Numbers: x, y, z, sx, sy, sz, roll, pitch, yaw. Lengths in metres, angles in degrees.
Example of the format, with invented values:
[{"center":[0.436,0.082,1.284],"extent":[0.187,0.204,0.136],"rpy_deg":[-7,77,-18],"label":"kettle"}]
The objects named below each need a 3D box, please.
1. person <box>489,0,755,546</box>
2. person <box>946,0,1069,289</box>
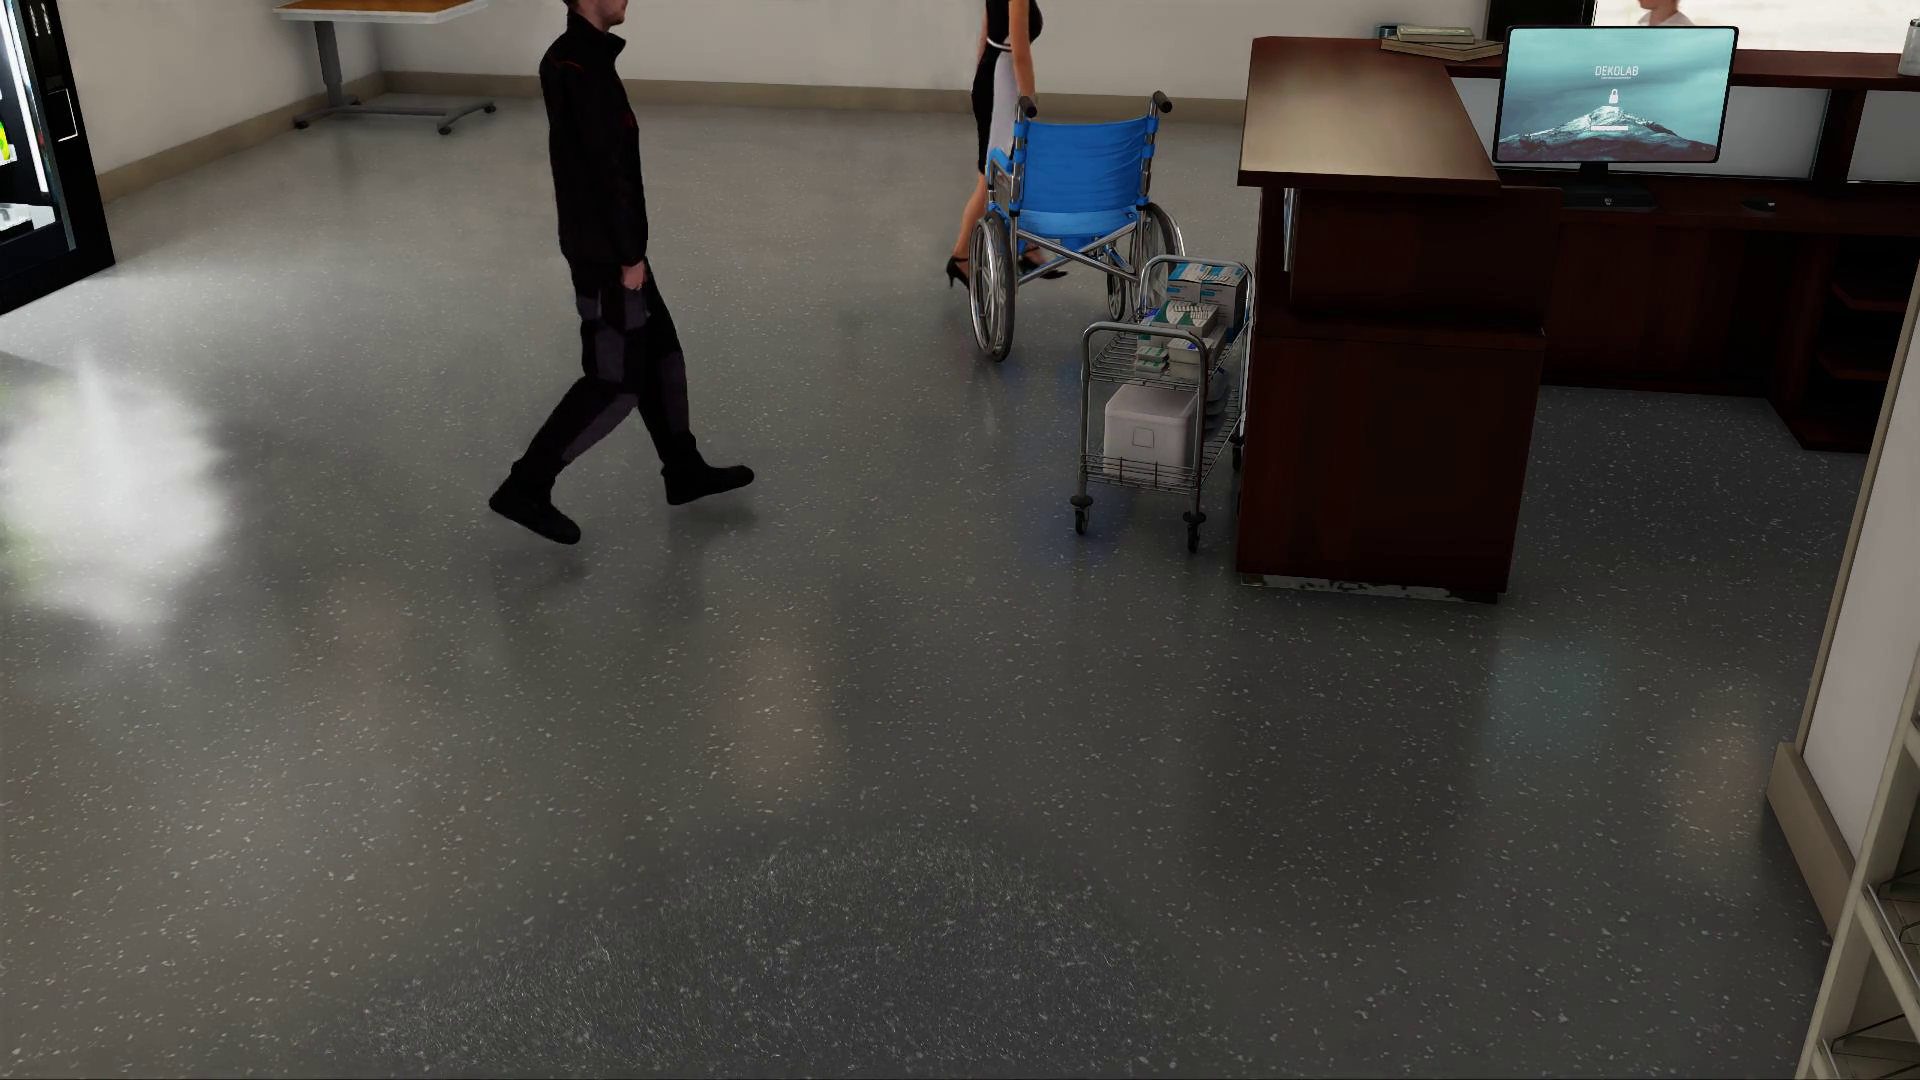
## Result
[{"center":[-1.166,-0.879,5.233],"extent":[1.144,1.882,1.208],"rpy_deg":[-9,27,-19],"label":"person"},{"center":[0.107,-1.965,7.621],"extent":[0.871,1.763,0.879],"rpy_deg":[-6,26,-12],"label":"person"}]
